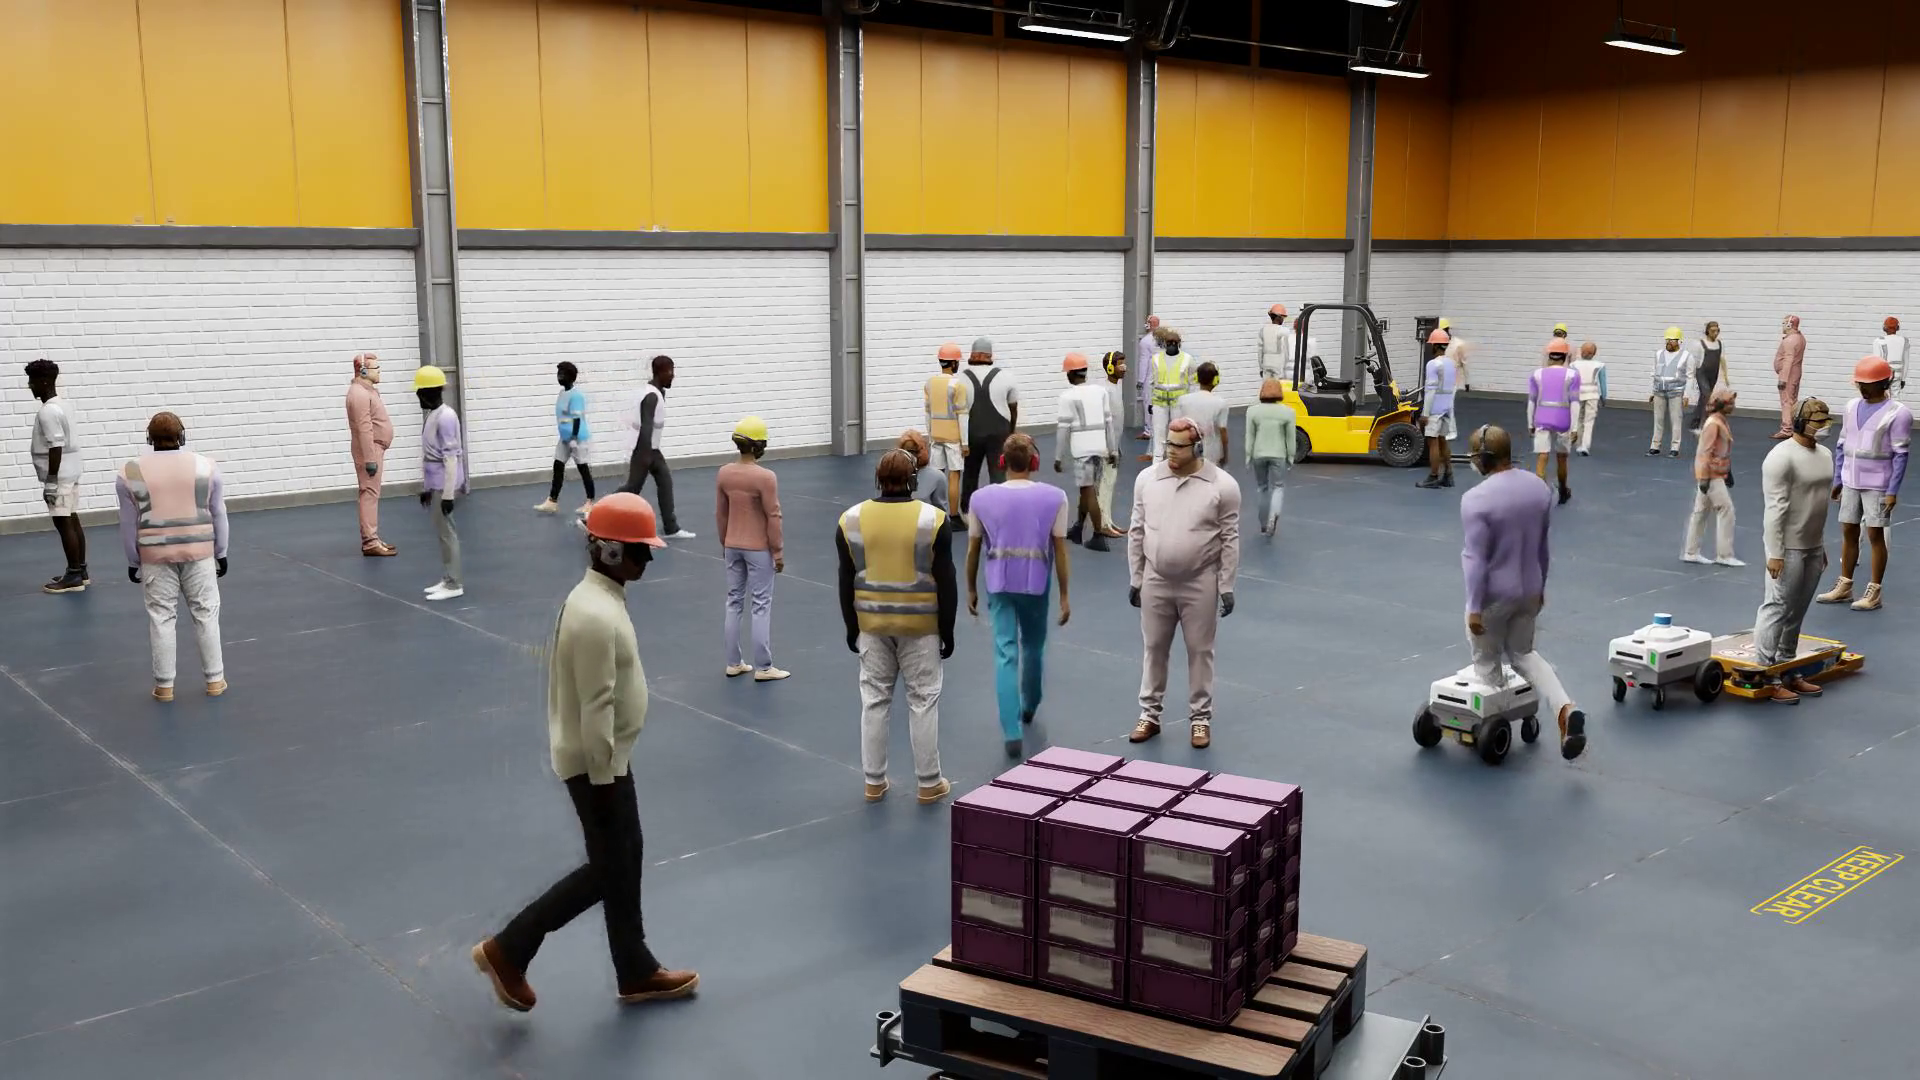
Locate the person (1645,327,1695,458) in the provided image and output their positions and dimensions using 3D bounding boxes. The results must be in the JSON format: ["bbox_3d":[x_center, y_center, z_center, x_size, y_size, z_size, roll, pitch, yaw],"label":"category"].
[{"bbox_3d":[9.920,-2.062,23.264,0.403,1.833,0.586,-9,13,-43],"label":"person"}]

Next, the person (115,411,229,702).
[{"bbox_3d":[-4.975,0.104,10.561,0.627,1.844,0.429,-5,11,-27],"label":"person"}]

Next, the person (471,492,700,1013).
[{"bbox_3d":[-1.399,0.804,6.144,0.726,1.968,0.635,-2,10,-11],"label":"person"}]

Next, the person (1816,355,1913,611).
[{"bbox_3d":[7.204,-0.451,13.247,0.392,2.034,0.605,-4,10,-21],"label":"person"}]

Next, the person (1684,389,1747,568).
[{"bbox_3d":[6.922,-0.554,15.049,0.663,1.612,0.540,5,11,29],"label":"person"}]

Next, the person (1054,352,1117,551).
[{"bbox_3d":[1.150,-0.863,16.053,0.565,1.893,0.848,-7,12,-37],"label":"person"}]

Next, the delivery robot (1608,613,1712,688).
[{"bbox_3d":[4.424,0.708,10.509,0.707,0.478,0.477,-7,12,-36],"label":"delivery robot"}]

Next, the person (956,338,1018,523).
[{"bbox_3d":[0.257,-1.136,17.238,0.693,2.000,0.912,1,10,5],"label":"person"}]

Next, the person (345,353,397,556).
[{"bbox_3d":[-5.545,-0.803,15.677,0.410,1.909,0.643,-3,10,-19],"label":"person"}]

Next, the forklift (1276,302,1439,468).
[{"bbox_3d":[5.320,-2.157,22.763,2.313,2.155,1.214,3,10,16],"label":"forklift"}]

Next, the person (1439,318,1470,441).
[{"bbox_3d":[7.395,-2.425,25.255,0.772,1.876,0.601,-8,13,-41],"label":"person"}]

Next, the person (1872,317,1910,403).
[{"bbox_3d":[14.293,-2.490,25.616,0.576,1.886,0.362,0,10,-1],"label":"person"}]

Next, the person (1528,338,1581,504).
[{"bbox_3d":[6.676,-1.309,18.655,0.574,1.896,0.930,6,11,30],"label":"person"}]

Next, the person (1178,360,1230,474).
[{"bbox_3d":[2.256,-0.751,15.538,0.544,1.848,0.444,4,11,23],"label":"person"}]

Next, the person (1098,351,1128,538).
[{"bbox_3d":[1.535,-0.959,16.700,0.328,1.872,0.508,2,10,13],"label":"person"}]

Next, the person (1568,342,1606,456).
[{"bbox_3d":[8.877,-2.003,23.607,0.528,1.636,0.637,6,11,30],"label":"person"}]

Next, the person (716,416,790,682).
[{"bbox_3d":[-1.377,0.058,11.053,0.533,1.766,0.317,7,12,34],"label":"person"}]

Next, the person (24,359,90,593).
[{"bbox_3d":[-7.591,-0.542,13.982,0.365,1.962,0.614,-3,10,-16],"label":"person"}]

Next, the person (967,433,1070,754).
[{"bbox_3d":[0.337,0.276,9.663,0.593,1.794,0.979,0,10,2],"label":"person"}]

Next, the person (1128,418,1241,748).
[{"bbox_3d":[1.265,0.246,9.555,0.638,1.904,0.402,4,10,20],"label":"person"}]

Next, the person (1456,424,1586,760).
[{"bbox_3d":[3.059,0.317,9.147,0.671,1.895,0.811,-5,11,-27],"label":"person"}]

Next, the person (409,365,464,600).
[{"bbox_3d":[-4.291,-0.475,13.702,0.385,1.925,0.606,-4,11,-25],"label":"person"}]

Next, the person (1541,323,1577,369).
[{"bbox_3d":[9.455,-2.541,26.295,0.524,1.759,0.337,3,10,15],"label":"person"}]

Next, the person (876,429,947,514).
[{"bbox_3d":[-0.339,0.041,11.534,0.498,1.633,0.282,-1,10,-3],"label":"person"}]

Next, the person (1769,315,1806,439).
[{"bbox_3d":[12.770,-2.512,25.679,0.404,1.911,0.636,8,13,40],"label":"person"}]

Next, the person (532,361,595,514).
[{"bbox_3d":[-4.313,-1.089,18.035,0.733,1.670,0.550,-7,12,-36],"label":"person"}]

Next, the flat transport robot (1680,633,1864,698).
[{"bbox_3d":[5.358,0.798,11.089,1.431,0.197,0.652,-7,12,-36],"label":"flat transport robot"}]

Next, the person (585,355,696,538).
[{"bbox_3d":[-3.193,-0.906,16.469,0.996,1.859,0.620,-1,10,-5],"label":"person"}]

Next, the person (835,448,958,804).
[{"bbox_3d":[-0.310,0.446,8.561,0.623,1.844,0.429,2,10,12],"label":"person"}]

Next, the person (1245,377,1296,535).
[{"bbox_3d":[3.102,-0.826,16.663,0.502,1.615,0.588,3,10,16],"label":"person"}]

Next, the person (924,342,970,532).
[{"bbox_3d":[-0.110,-1.051,17.043,0.549,1.937,0.358,8,13,41],"label":"person"}]

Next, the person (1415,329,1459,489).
[{"bbox_3d":[5.791,-1.579,20.173,0.582,1.933,0.434,-9,13,-42],"label":"person"}]

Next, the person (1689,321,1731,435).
[{"bbox_3d":[11.692,-2.486,25.862,0.510,1.795,0.957,-3,10,-15],"label":"person"}]

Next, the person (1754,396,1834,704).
[{"bbox_3d":[5.304,0.058,10.546,0.633,1.939,0.368,-7,12,-36],"label":"person"}]

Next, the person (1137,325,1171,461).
[{"bbox_3d":[2.875,-1.970,22.588,0.939,1.890,0.645,5,11,29],"label":"person"}]

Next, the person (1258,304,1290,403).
[{"bbox_3d":[5.140,-2.818,27.102,0.392,2.035,0.605,-9,13,-43],"label":"person"}]

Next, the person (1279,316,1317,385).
[{"bbox_3d":[5.394,-2.637,26.518,0.593,1.867,0.421,4,11,23],"label":"person"}]

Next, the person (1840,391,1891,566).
[{"bbox_3d":[8.274,-0.570,15.097,0.514,1.639,0.310,1,10,8],"label":"person"}]

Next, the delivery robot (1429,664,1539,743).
[{"bbox_3d":[3.006,0.879,9.509,0.707,0.478,0.477,-9,13,-41],"label":"delivery robot"}]

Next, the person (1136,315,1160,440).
[{"bbox_3d":[2.945,-2.490,25.584,0.655,1.914,0.404,-9,13,-42],"label":"person"}]

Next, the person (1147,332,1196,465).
[{"bbox_3d":[2.723,-1.769,21.527,0.627,1.844,0.429,3,10,16],"label":"person"}]
